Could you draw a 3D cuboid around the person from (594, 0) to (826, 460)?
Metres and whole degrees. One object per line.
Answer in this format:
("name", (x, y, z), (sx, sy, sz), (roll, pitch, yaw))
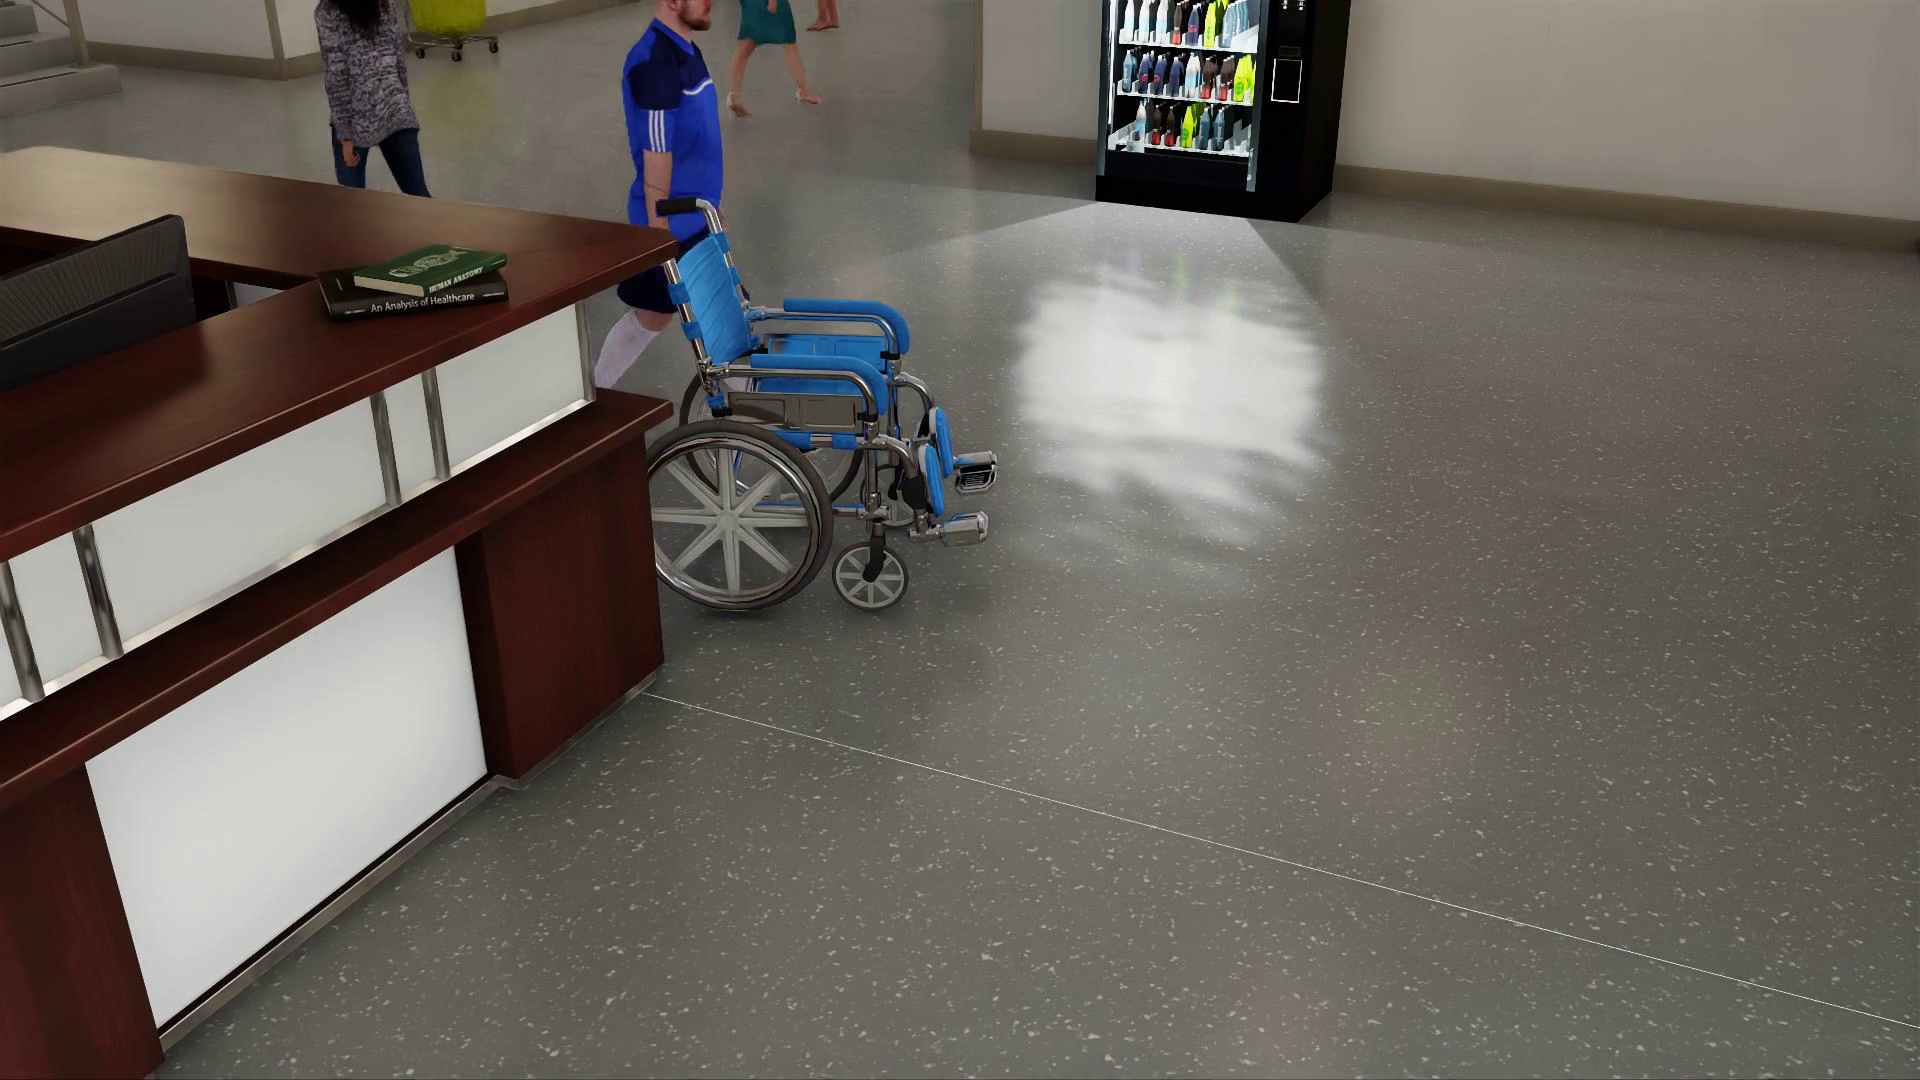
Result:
("person", (-1.099, -1.112, 5.928), (1.315, 1.790, 1.046), (0, 26, 0))

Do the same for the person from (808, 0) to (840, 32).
("person", (-1.205, -5.555, 15.256), (0.793, 1.690, 0.715), (-21, 33, -37))

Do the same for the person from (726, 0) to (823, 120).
("person", (-1.431, -3.709, 11.493), (0.912, 1.634, 1.040), (-20, 32, -36))

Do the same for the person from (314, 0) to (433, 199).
("person", (-2.640, -1.892, 7.665), (1.254, 1.685, 0.844), (20, 32, 35))
